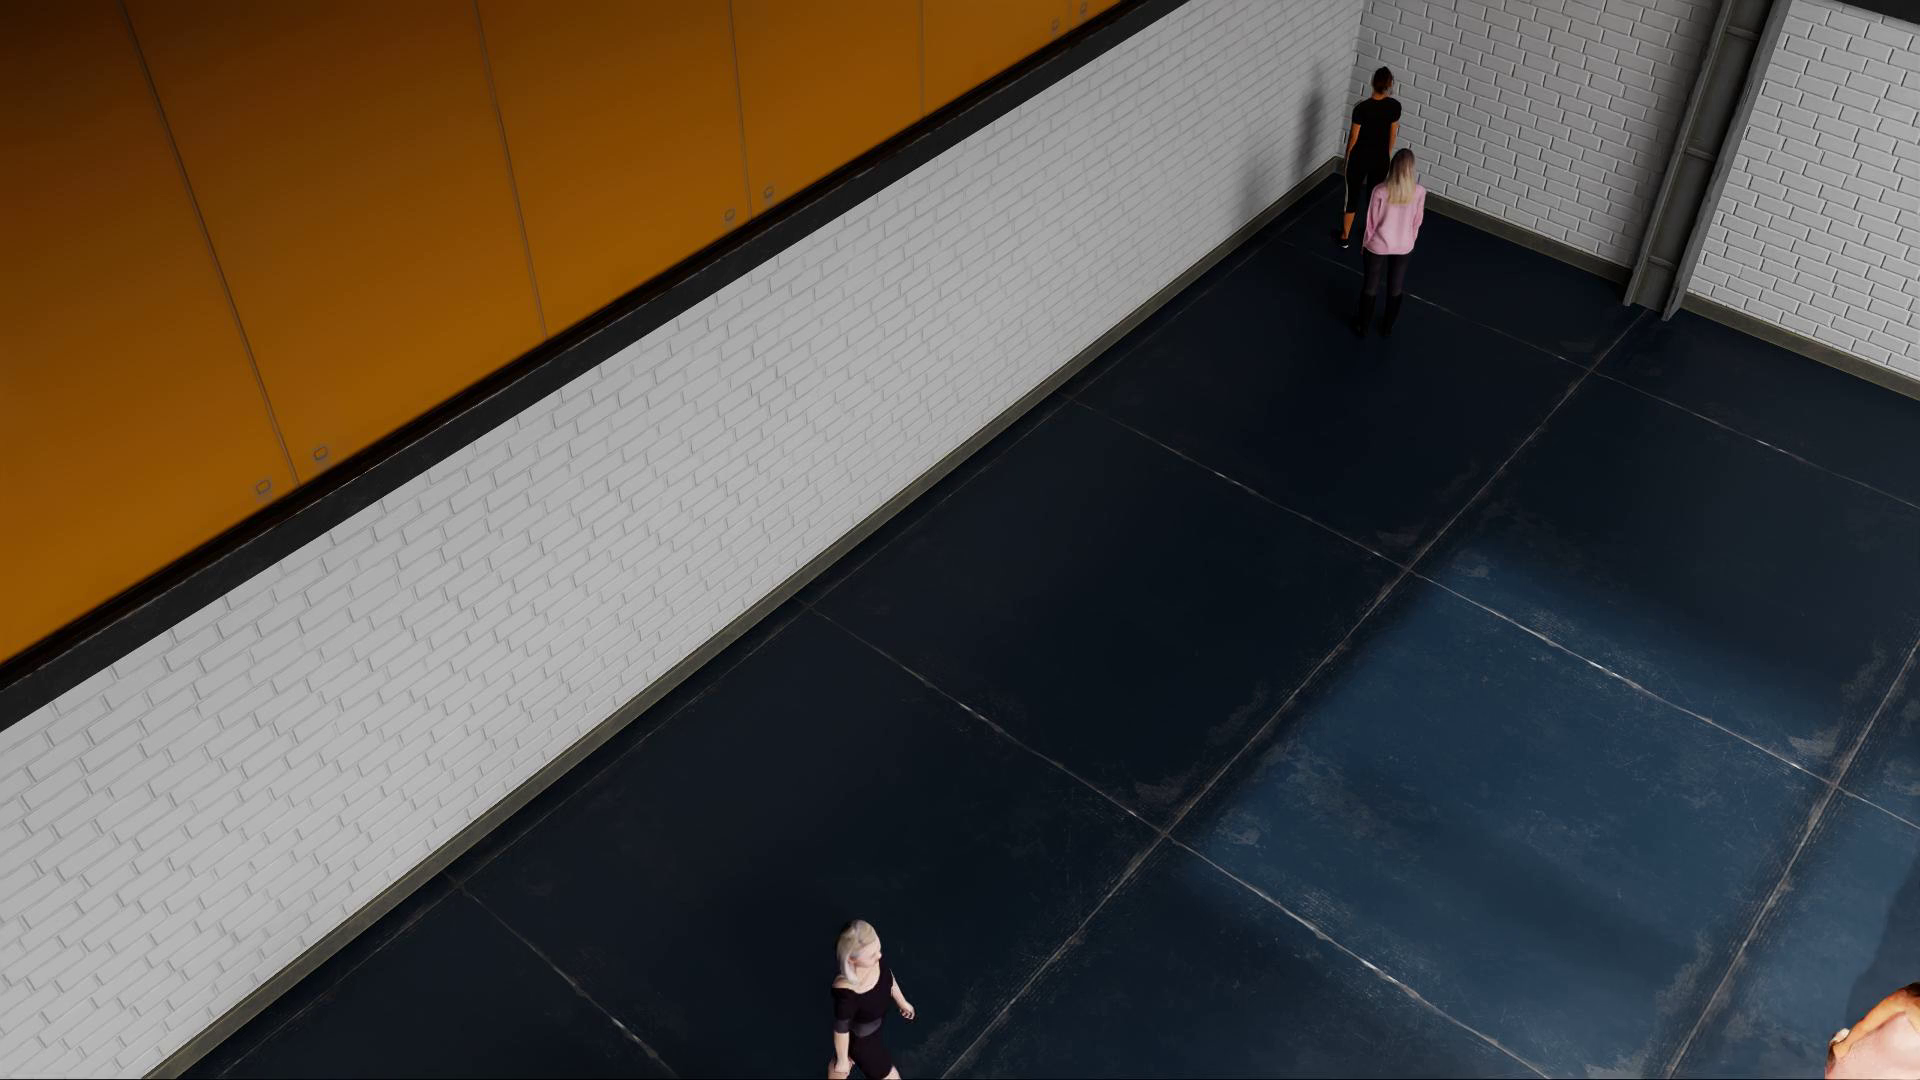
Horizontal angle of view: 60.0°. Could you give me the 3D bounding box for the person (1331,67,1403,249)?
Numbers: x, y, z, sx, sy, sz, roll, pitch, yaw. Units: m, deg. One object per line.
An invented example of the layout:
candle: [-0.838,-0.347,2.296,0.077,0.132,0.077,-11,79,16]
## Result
person: [3.500,-3.273,14.242,0.658,1.669,0.713,-5,44,-5]

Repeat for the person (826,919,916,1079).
person: [-0.568,2.403,8.186,1.064,1.803,0.880,7,44,7]

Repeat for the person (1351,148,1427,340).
person: [3.420,-2.347,13.257,0.664,1.687,0.746,1,44,2]
